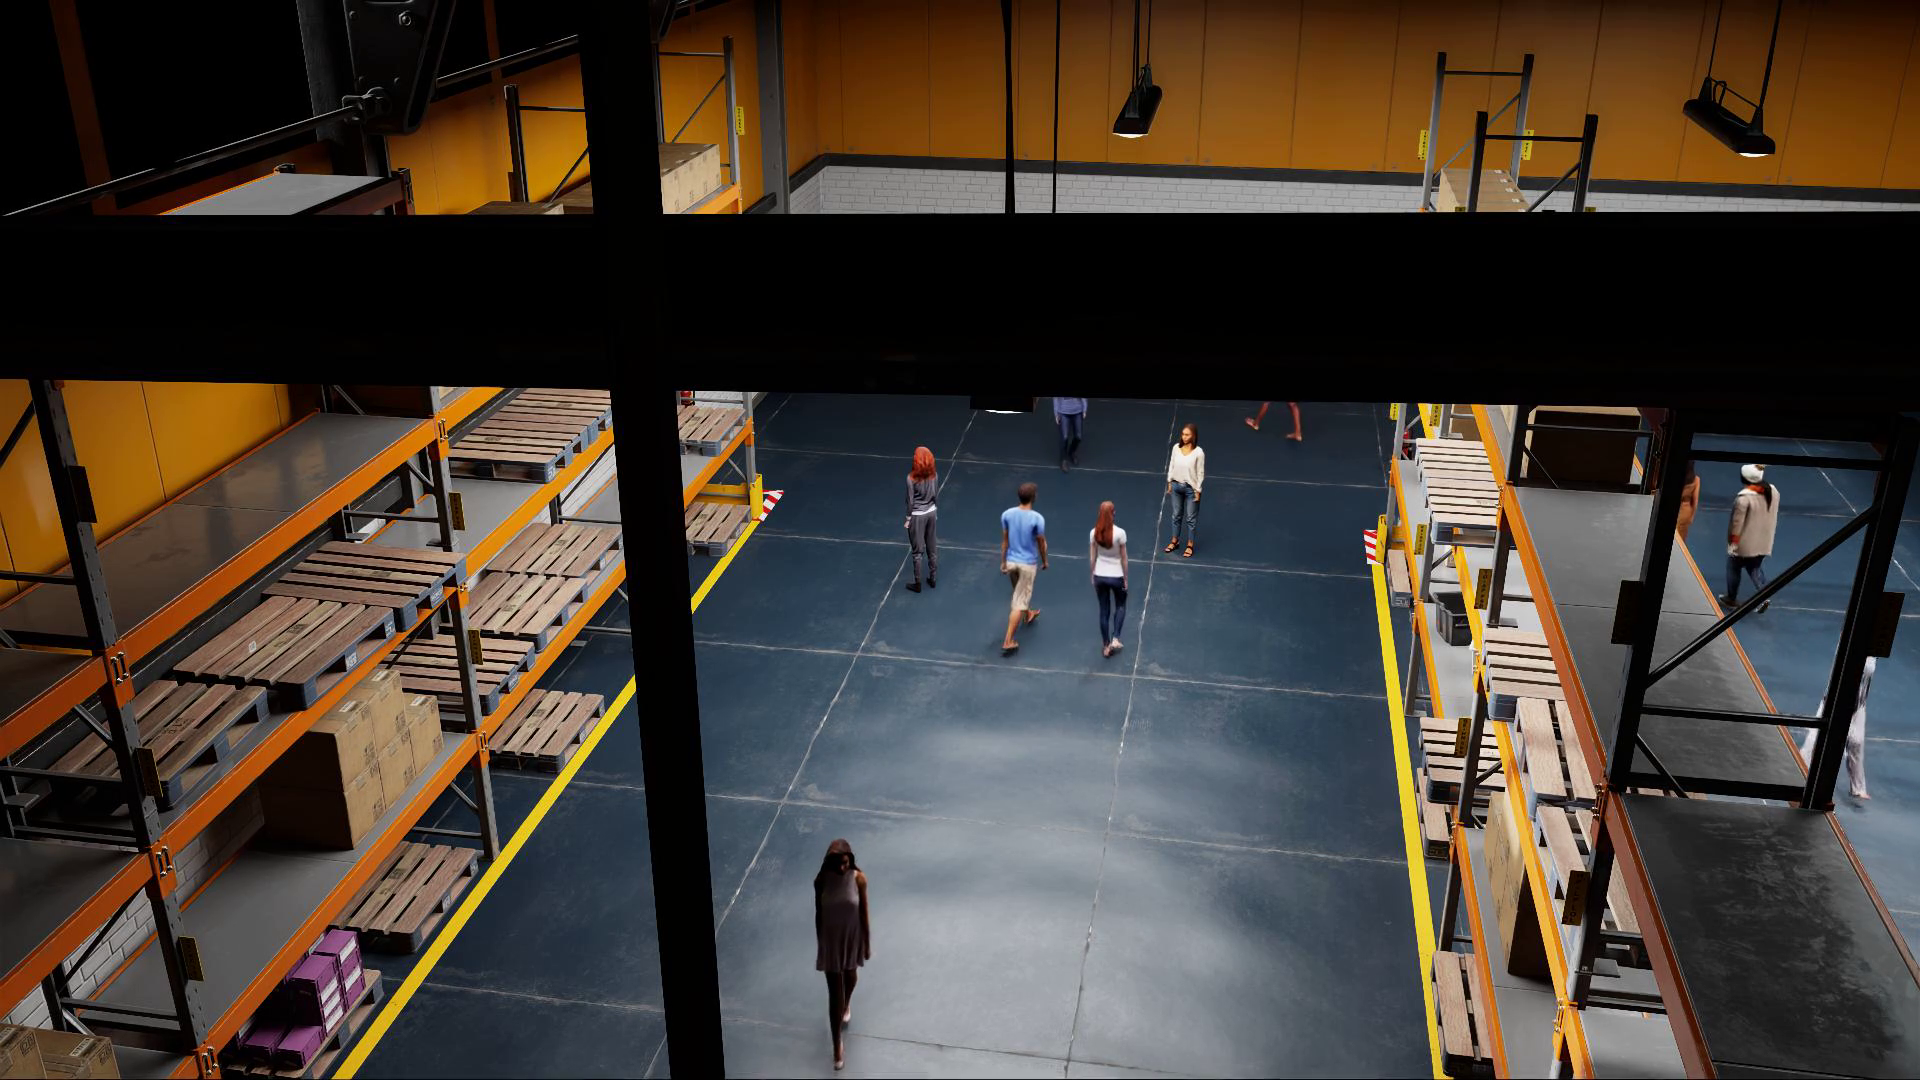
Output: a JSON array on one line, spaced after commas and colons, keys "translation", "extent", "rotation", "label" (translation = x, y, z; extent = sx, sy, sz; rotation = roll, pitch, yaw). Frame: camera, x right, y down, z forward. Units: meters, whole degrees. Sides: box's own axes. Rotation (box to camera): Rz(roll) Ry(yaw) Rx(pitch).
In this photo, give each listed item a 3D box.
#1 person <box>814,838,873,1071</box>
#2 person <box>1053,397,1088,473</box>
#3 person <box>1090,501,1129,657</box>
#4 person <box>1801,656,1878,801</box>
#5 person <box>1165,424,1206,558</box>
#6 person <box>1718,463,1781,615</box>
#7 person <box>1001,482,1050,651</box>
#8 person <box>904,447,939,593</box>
[{"translation": [-0.849, 2.896, 12.145], "extent": [0.714, 1.734, 1.008], "rotation": [-1, 24, -3], "label": "person"}, {"translation": [1.486, -1.818, 22.927], "extent": [0.745, 1.735, 0.752], "rotation": [-3, 24, -8], "label": "person"}, {"translation": [1.559, 0.463, 17.736], "extent": [0.612, 1.715, 0.601], "rotation": [8, 25, 18], "label": "person"}, {"translation": [8.113, 1.475, 15.403], "extent": [0.801, 1.729, 1.142], "rotation": [-2, 24, -4], "label": "person"}, {"translation": [2.759, -0.630, 20.277], "extent": [0.697, 1.683, 0.694], "rotation": [17, 29, 33], "label": "person"}, {"translation": [8.899, -0.003, 18.615], "extent": [0.890, 1.864, 1.055], "rotation": [-3, 24, -7], "label": "person"}, {"translation": [0.636, 0.319, 17.943], "extent": [0.928, 1.813, 1.342], "rotation": [13, 27, 27], "label": "person"}, {"translation": [-0.439, -0.253, 19.293], "extent": [0.649, 1.780, 0.710], "rotation": [-16, 28, -32], "label": "person"}]
